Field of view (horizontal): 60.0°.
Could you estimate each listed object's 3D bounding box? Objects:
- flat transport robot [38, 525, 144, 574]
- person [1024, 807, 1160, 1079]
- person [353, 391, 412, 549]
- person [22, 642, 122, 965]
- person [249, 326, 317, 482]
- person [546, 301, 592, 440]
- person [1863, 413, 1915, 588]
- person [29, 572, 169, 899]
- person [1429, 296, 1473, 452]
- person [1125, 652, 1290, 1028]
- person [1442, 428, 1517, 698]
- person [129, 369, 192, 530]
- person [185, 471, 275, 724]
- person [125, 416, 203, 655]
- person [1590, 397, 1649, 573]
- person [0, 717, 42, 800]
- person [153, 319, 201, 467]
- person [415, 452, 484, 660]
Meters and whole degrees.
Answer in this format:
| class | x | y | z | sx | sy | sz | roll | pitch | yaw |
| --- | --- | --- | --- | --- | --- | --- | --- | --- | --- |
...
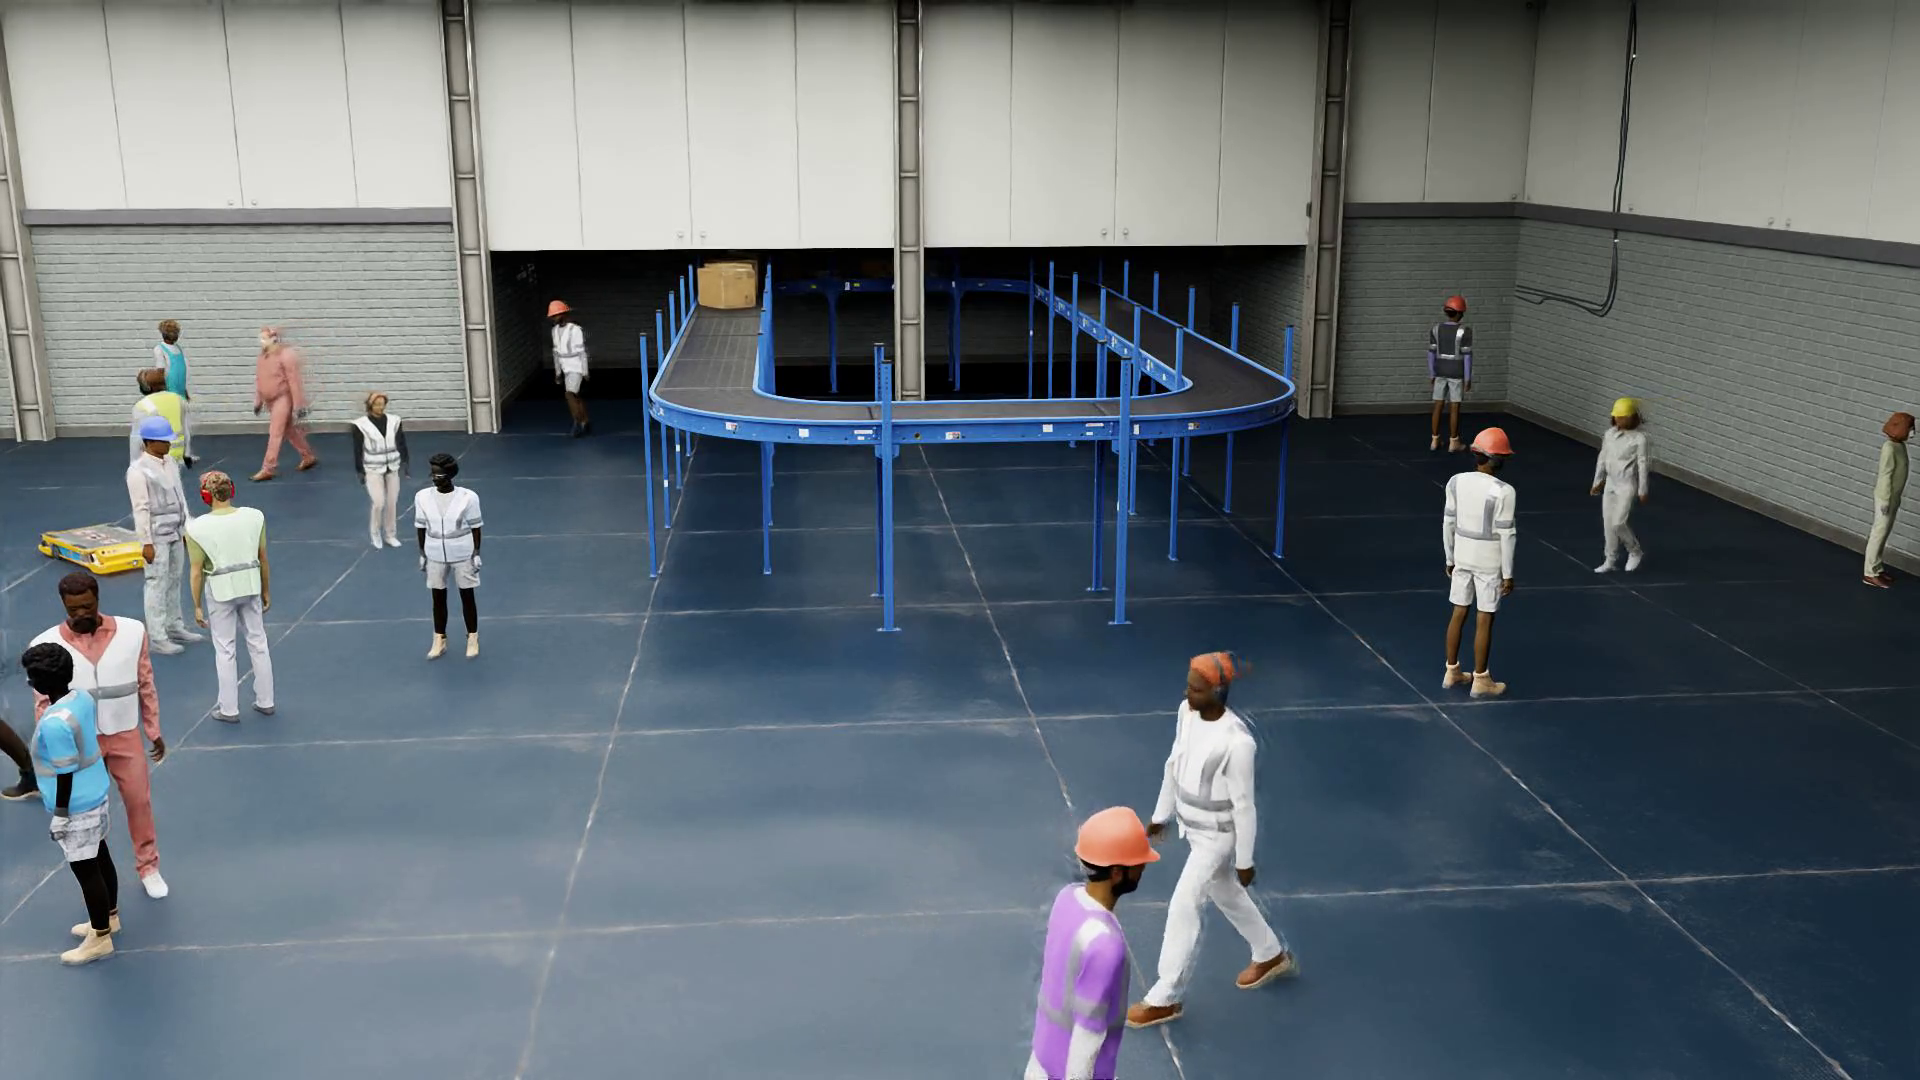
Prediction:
| class | x | y | z | sx | sy | sz | roll | pitch | yaw |
| --- | --- | --- | --- | --- | --- | --- | --- | --- | --- |
| flat transport robot | -8.501 | 0.068 | 16.476 | 1.431 | 0.197 | 0.652 | 12 | 18 | 39 |
| person | 0.424 | 1.863 | 6.047 | 1.044 | 1.877 | 0.552 | -3 | 14 | -14 |
| person | -5.832 | -0.702 | 16.819 | 0.394 | 1.625 | 0.522 | 13 | 19 | 43 |
| person | -4.543 | 1.334 | 8.526 | 0.320 | 1.692 | 0.531 | -4 | 15 | -15 |
| person | -8.325 | -1.692 | 20.313 | 0.669 | 1.859 | 1.008 | 10 | 17 | 35 |
| person | -5.352 | -2.321 | 22.733 | 0.643 | 1.895 | 0.549 | -13 | 19 | -42 |
| person | 8.680 | -0.385 | 15.519 | 0.277 | 1.633 | 0.507 | 11 | 18 | 38 |
| person | -4.709 | 1.080 | 9.116 | 0.601 | 1.907 | 0.408 | -10 | 17 | -34 |
| person | 6.456 | -2.180 | 21.871 | 0.379 | 2.045 | 0.605 | -13 | 19 | -43 |
| person | 1.237 | 1.397 | 7.996 | 0.984 | 1.842 | 0.587 | -4 | 15 | -16 |
| person | 3.916 | 0.164 | 12.495 | 0.374 | 2.040 | 0.615 | -9 | 17 | -33 |
| person | -8.293 | -0.862 | 17.116 | 0.988 | 1.784 | 0.635 | 5 | 15 | 18 |
| person | -5.209 | 0.414 | 11.919 | 0.394 | 1.836 | 0.560 | 13 | 19 | 42 |
| person | -6.478 | -0.047 | 13.535 | 0.409 | 1.943 | 0.615 | 1 | 14 | 2 |
| person | 6.279 | -0.508 | 15.829 | 0.378 | 1.727 | 0.500 | -6 | 15 | -22 |
| person | -6.294 | 0.748 | 10.423 | 0.997 | 1.916 | 0.620 | -3 | 14 | -13 |
| person | -9.906 | -1.859 | 20.989 | 0.345 | 1.846 | 0.507 | 1 | 14 | 4 |
| person | -4.086 | 0.125 | 13.343 | 0.536 | 1.699 | 0.322 | 0 | 14 | -1 |
